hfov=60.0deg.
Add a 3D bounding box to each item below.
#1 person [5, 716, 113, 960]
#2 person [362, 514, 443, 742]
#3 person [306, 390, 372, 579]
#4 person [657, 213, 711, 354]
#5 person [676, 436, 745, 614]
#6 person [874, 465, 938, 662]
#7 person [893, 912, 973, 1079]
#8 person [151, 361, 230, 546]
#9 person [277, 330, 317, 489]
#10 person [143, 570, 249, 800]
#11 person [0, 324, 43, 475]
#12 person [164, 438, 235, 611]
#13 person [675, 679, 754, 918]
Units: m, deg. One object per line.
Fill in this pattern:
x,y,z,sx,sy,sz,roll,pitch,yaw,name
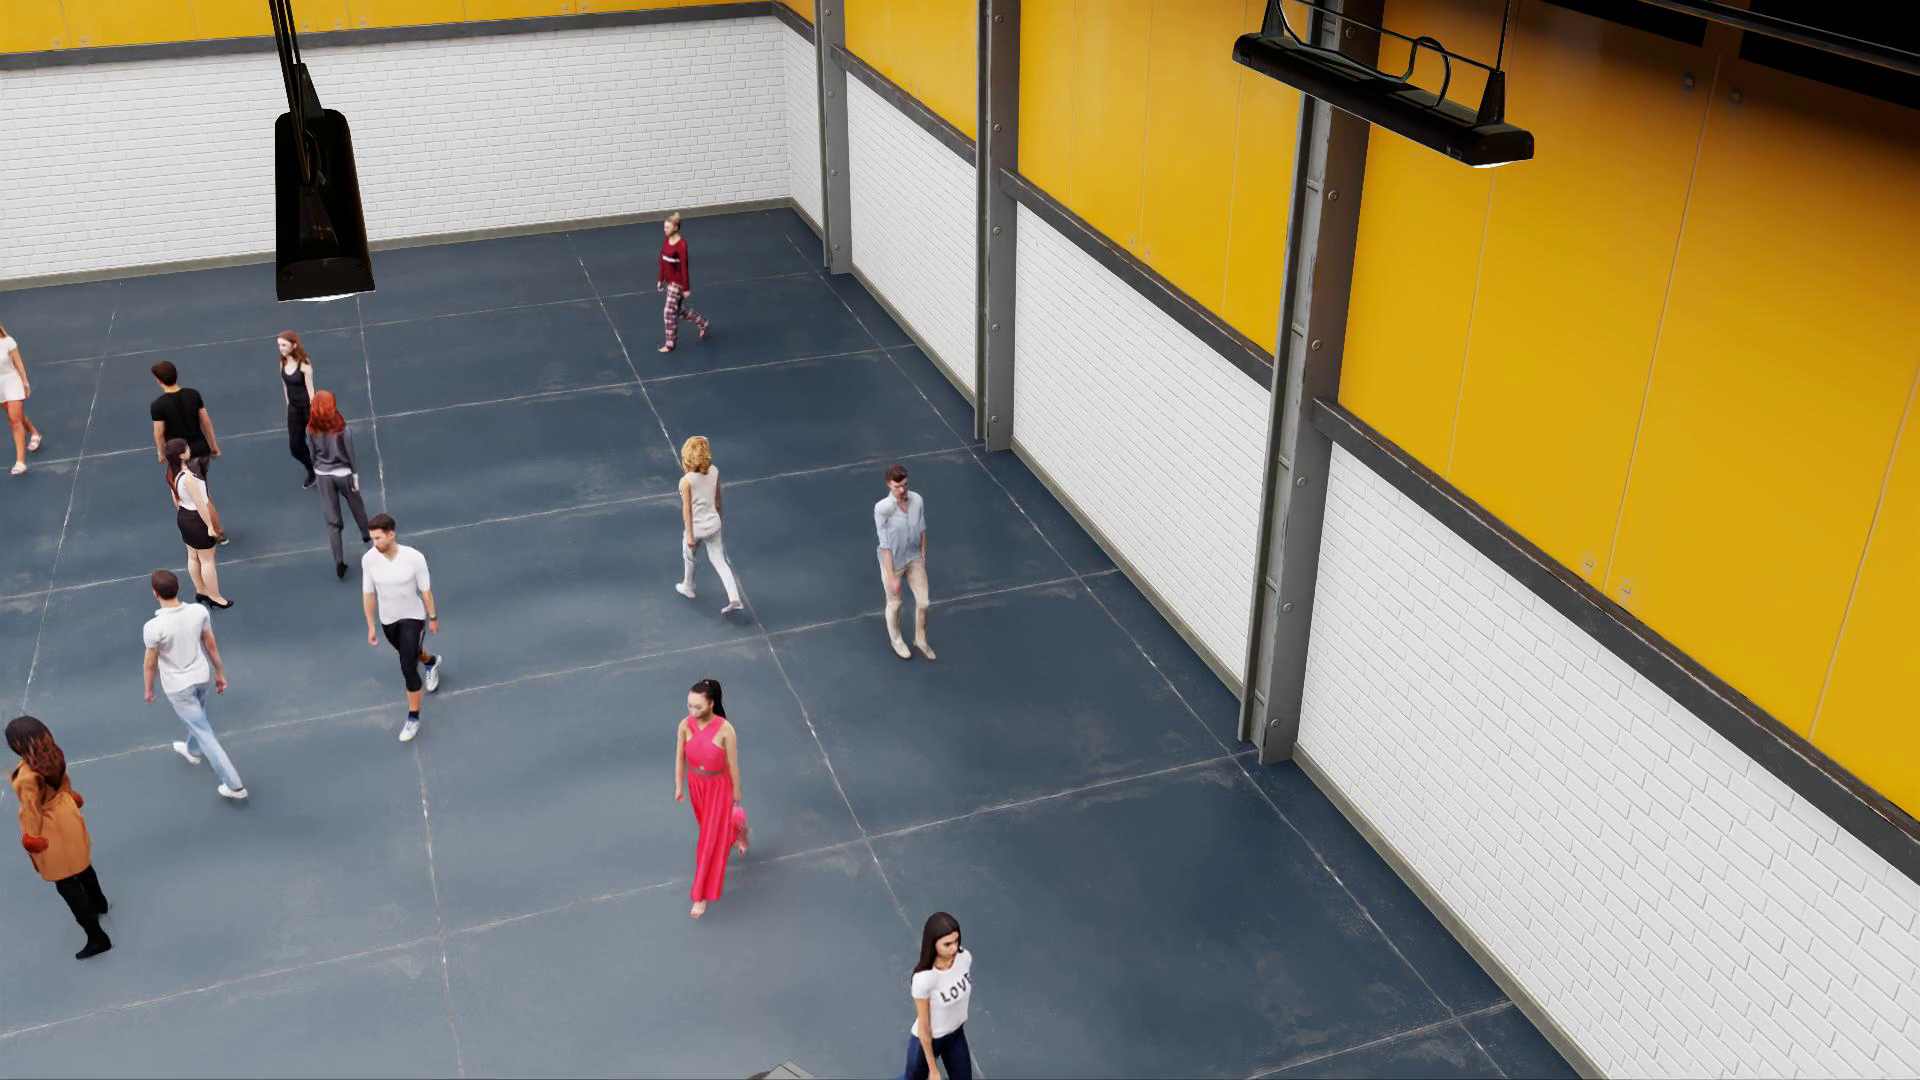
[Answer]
-5.912,1.881,10.908,0.912,1.717,0.700,-3,29,-5,person
-4.398,0.579,13.194,1.011,1.814,1.338,2,29,3,person
-5.738,-0.483,15.237,0.823,1.721,1.204,-2,29,-3,person
-3.382,-3.129,20.136,0.838,1.675,0.984,-19,34,-30,person
-2.196,-0.090,14.612,1.180,1.630,0.920,25,37,37,person
-0.545,0.159,13.949,0.699,1.827,0.737,-16,32,-27,person
-0.202,2.772,9.258,0.914,1.732,1.222,-24,37,-37,person
-7.198,-0.782,15.659,1.023,1.842,0.947,15,32,25,person
-6.531,-1.345,16.810,0.767,1.729,0.817,7,29,13,person
-5.622,1.110,12.234,1.276,1.800,1.161,16,32,26,person
-9.921,-1.601,17.360,0.793,1.652,1.195,-2,29,-4,person
-6.756,-0.141,14.685,0.608,1.650,0.696,19,34,30,person
-1.660,1.665,11.336,1.044,1.686,1.153,10,30,18,person
